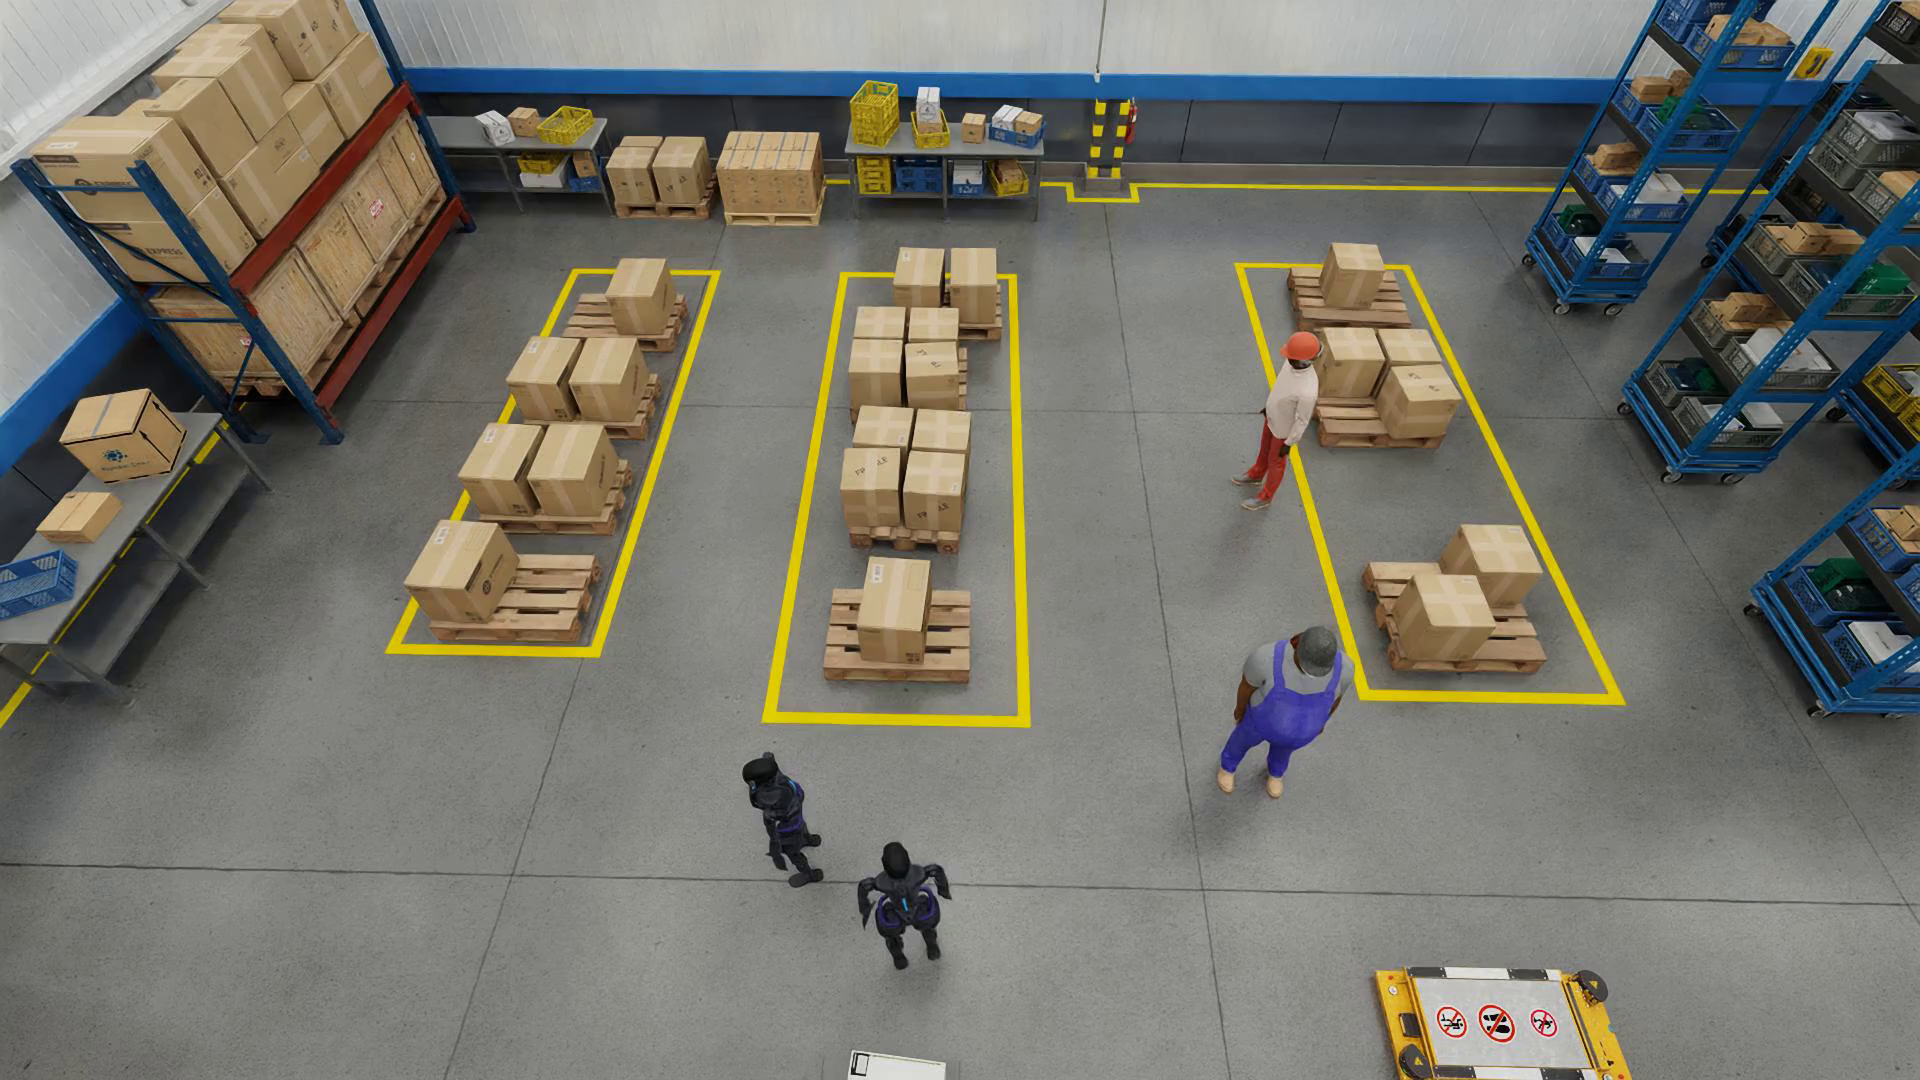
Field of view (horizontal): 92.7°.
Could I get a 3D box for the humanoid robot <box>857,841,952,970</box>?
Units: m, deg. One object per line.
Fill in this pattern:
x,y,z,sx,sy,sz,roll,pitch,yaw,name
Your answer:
-0.331,2.282,5.719,0.587,1.656,0.340,-9,51,-7,humanoid robot

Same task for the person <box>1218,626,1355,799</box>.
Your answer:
2.234,1.221,6.348,0.677,2.000,0.536,6,51,5,person

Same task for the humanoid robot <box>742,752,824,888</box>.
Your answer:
-1.171,1.842,6.075,0.340,1.649,0.584,-6,51,-5,humanoid robot

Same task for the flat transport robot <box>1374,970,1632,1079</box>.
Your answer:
3.501,3.133,5.914,1.431,0.197,0.652,1,51,1,flat transport robot

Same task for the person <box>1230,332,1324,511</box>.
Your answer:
2.869,-1.056,8.241,0.396,1.984,0.609,-2,51,-2,person
